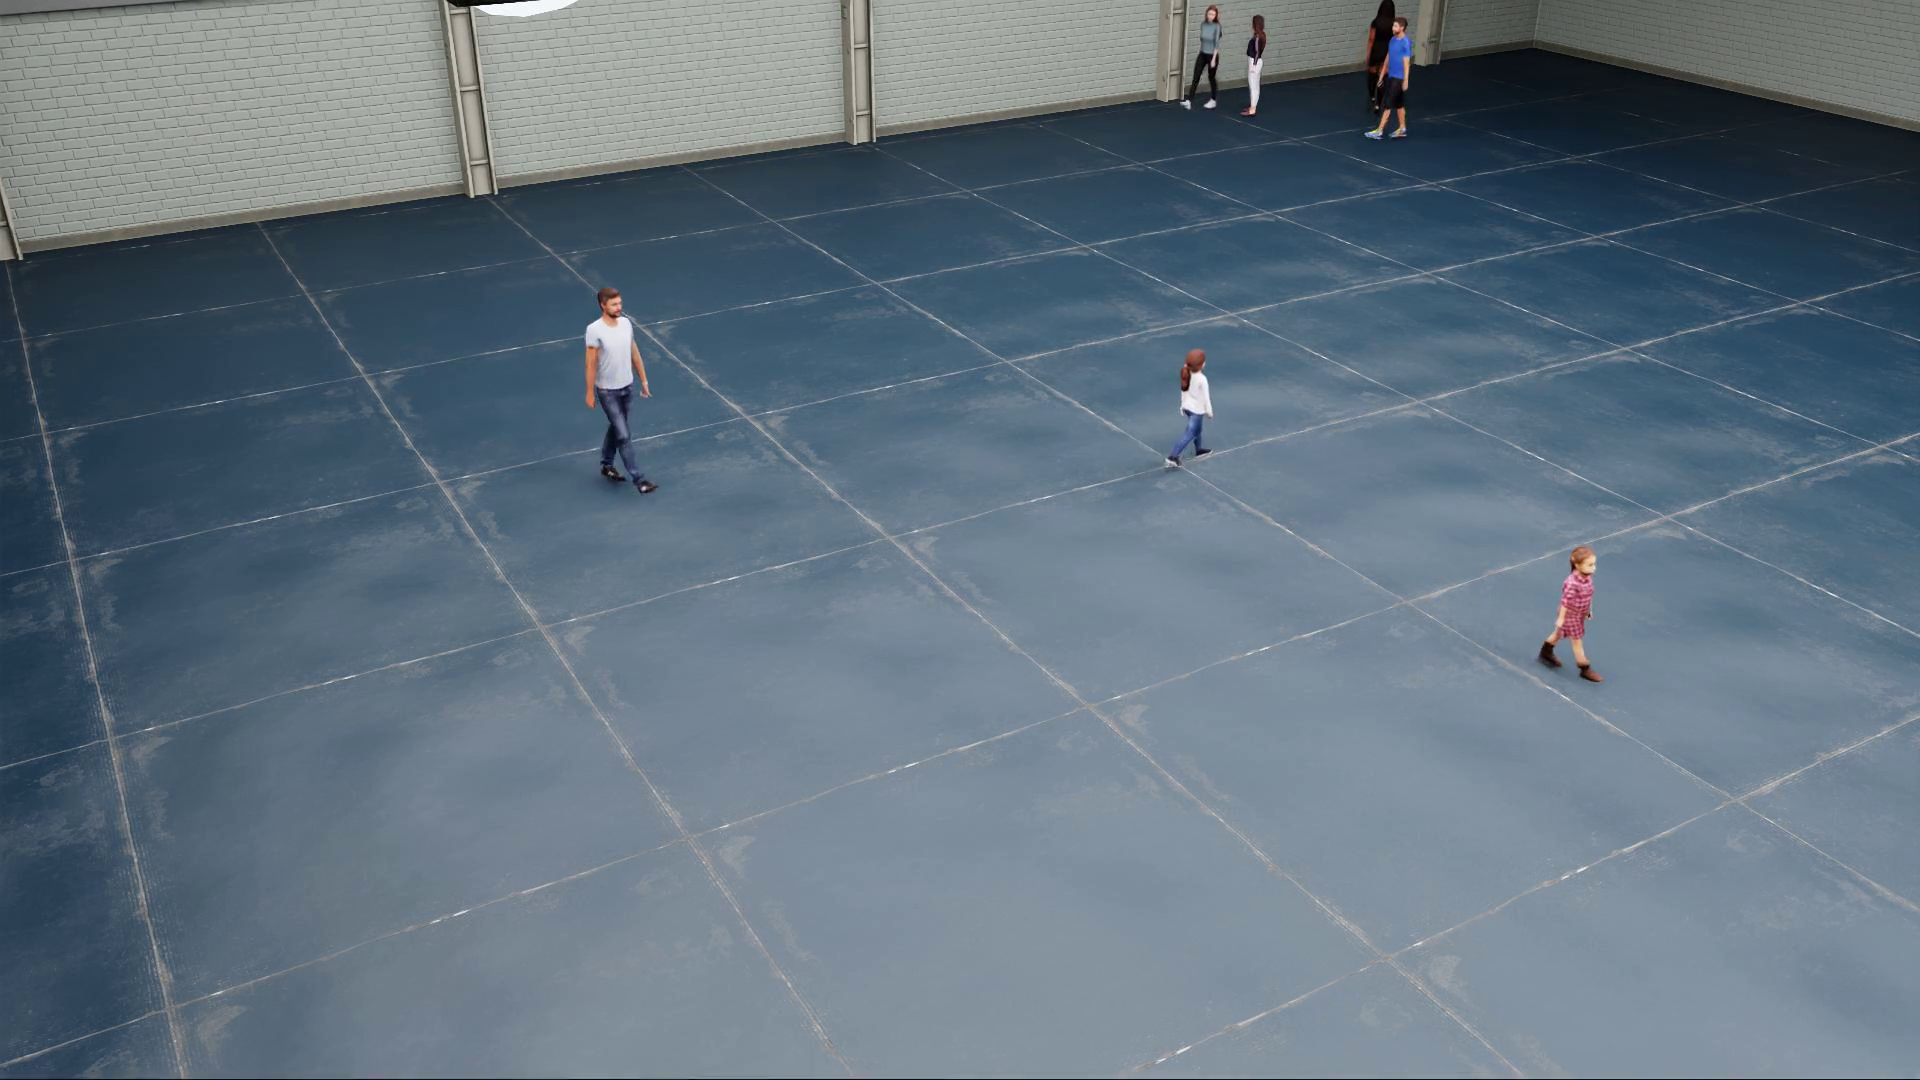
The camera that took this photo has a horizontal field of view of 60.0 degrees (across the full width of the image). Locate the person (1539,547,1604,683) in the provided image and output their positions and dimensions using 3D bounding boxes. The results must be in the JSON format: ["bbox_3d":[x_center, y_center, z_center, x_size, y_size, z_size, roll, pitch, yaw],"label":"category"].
[{"bbox_3d":[4.358,0.494,11.910,0.696,0.998,0.585,-23,35,-37],"label":"person"}]

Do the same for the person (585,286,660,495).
[{"bbox_3d":[-3.081,-1.329,14.538,0.993,1.832,1.120,20,33,34],"label":"person"}]

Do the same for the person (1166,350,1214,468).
[{"bbox_3d":[2.084,-1.181,15.061,0.786,1.090,0.442,-14,30,-25],"label":"person"}]

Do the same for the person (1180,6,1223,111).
[{"bbox_3d":[4.181,-7.973,27.595,1.172,1.691,0.802,-22,34,-35],"label":"person"}]

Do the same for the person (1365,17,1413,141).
[{"bbox_3d":[6.879,-7.159,25.859,1.073,1.834,0.752,-9,28,-16],"label":"person"}]

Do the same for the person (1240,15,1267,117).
[{"bbox_3d":[4.842,-7.810,27.370,0.740,1.609,0.675,8,28,15],"label":"person"}]

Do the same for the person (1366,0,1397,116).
[{"bbox_3d":[6.917,-7.892,27.315,1.153,1.805,1.229,8,28,15],"label":"person"}]
